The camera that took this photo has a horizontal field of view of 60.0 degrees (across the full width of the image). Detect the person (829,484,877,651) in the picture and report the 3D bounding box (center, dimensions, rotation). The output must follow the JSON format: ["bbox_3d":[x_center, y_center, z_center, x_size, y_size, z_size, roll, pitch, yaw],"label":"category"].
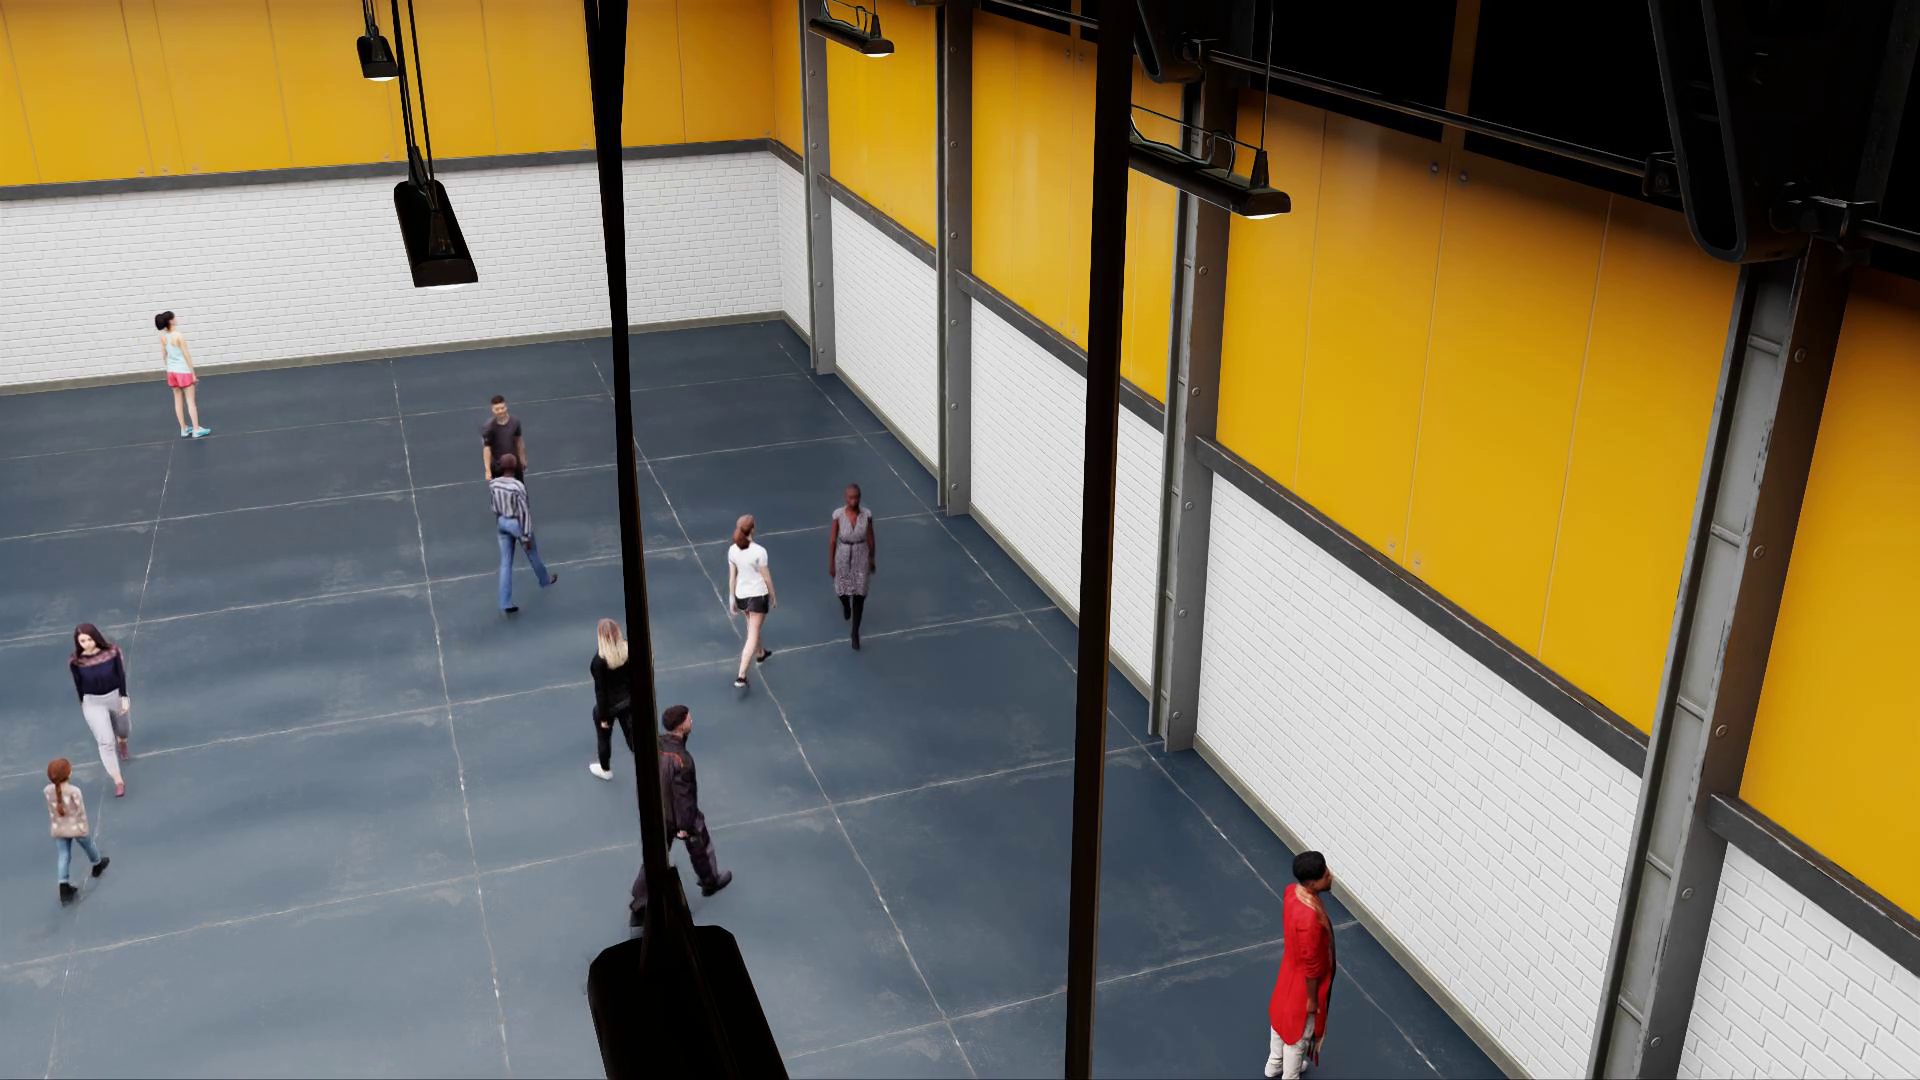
[{"bbox_3d":[-1.113,0.233,17.082,0.694,1.776,0.868,-5,24,-11],"label":"person"}]

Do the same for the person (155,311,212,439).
[{"bbox_3d":[-10.711,-2.280,22.845,0.685,1.764,0.728,7,25,16],"label":"person"}]

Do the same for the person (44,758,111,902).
[{"bbox_3d":[-7.069,2.289,13.133,0.624,1.172,0.867,-1,24,-2],"label":"person"}]

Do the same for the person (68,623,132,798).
[{"bbox_3d":[-7.500,1.420,14.616,0.699,1.575,1.091,-12,26,-26],"label":"person"}]

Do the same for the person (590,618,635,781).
[{"bbox_3d":[-2.897,1.488,14.371,1.225,1.648,0.986,20,30,38],"label":"person"}]

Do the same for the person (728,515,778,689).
[{"bbox_3d":[-2.066,0.635,16.242,1.055,1.711,1.213,7,25,16],"label":"person"}]

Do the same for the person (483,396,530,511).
[{"bbox_3d":[-5.418,-0.908,19.760,0.864,1.720,1.208,-16,28,-31],"label":"person"}]

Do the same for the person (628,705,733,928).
[{"bbox_3d":[-2.267,2.123,12.713,1.280,1.812,1.202,17,29,34],"label":"person"}]

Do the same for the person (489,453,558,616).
[{"bbox_3d":[-4.798,-0.019,17.692,1.136,1.747,1.247,9,25,19],"label":"person"}]

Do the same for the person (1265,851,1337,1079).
[{"bbox_3d":[2.229,2.859,10.940,0.801,1.884,0.631,-2,24,-4],"label":"person"}]
